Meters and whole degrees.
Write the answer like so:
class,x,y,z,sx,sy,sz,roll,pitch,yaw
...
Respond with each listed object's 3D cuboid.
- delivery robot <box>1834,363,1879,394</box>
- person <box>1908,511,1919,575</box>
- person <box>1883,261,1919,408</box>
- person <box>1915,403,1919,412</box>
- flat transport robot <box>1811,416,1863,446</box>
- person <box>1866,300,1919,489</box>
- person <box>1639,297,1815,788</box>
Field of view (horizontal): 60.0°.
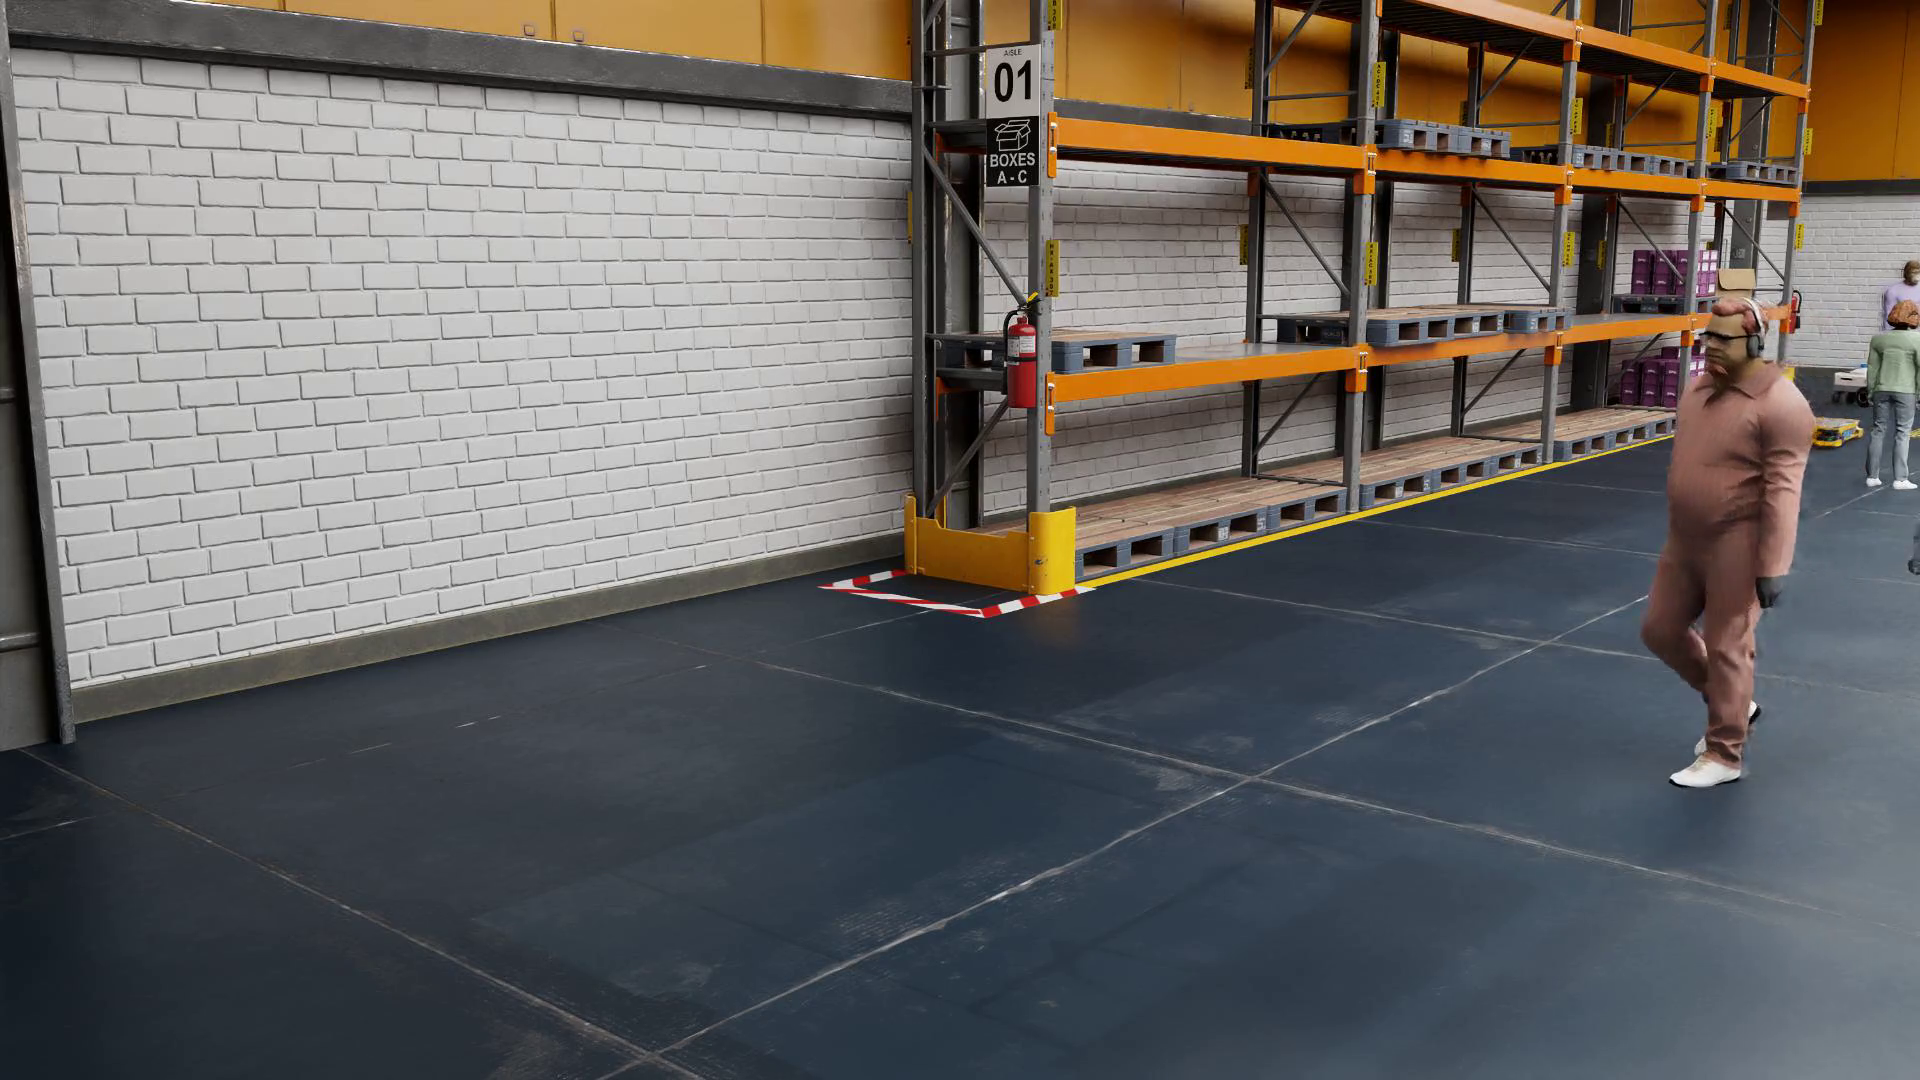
class,x,y,z,sx,sy,sz,roll,pitch,yaw
delivery robot,11.921,-2.089,21.936,0.477,0.478,0.707,-4,11,-21
person,4.368,0.047,7.098,0.872,1.582,0.523,-6,12,-31
person,12.232,-2.622,21.389,0.660,1.901,0.938,0,10,-3
person,12.136,-2.346,20.181,0.570,1.775,0.968,-7,12,-34
flat transport robot,9.159,-1.171,17.784,0.652,0.197,1.431,8,13,37
person,8.100,-1.255,14.386,0.277,1.633,0.507,-7,12,-34
person,2.924,0.020,6.377,0.454,1.890,0.662,-2,10,-14
